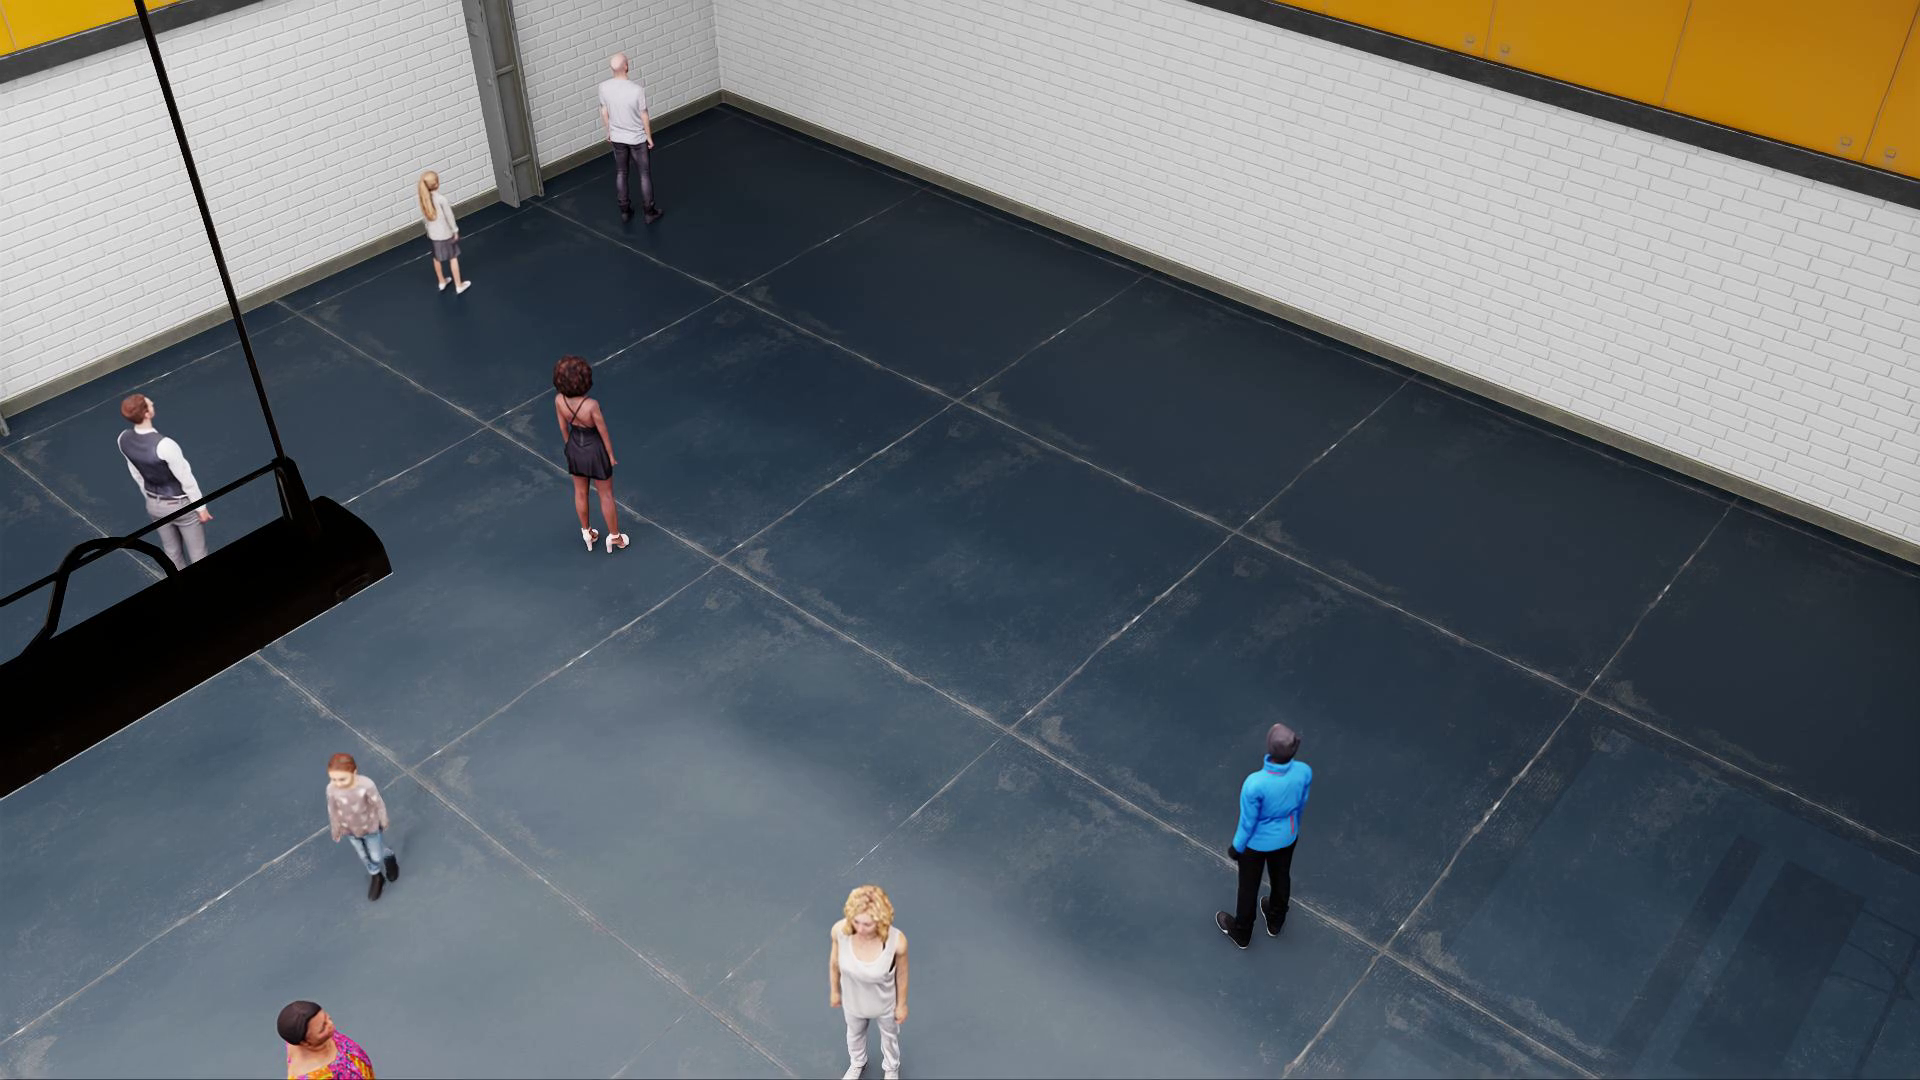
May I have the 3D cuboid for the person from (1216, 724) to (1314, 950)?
[{"bbox_3d":[1.846,1.779,9.936,0.633,1.793,0.750,-15,41,-18],"label":"person"}]

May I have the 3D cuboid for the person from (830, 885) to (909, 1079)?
[{"bbox_3d":[-0.485,2.478,9.159,0.681,1.670,0.687,8,39,10],"label":"person"}]

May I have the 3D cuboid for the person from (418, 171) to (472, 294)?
[{"bbox_3d":[-5.123,-3.045,16.392,0.586,1.275,0.608,12,40,15],"label":"person"}]

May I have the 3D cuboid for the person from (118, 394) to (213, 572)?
[{"bbox_3d":[-5.867,-0.270,12.385,0.735,1.938,0.711,11,40,13],"label":"person"}]

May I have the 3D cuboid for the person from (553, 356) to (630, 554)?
[{"bbox_3d":[-2.901,-0.652,12.982,0.630,1.790,0.650,10,40,13],"label":"person"}]

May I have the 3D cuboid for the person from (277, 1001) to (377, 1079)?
[{"bbox_3d":[-3.214,2.913,8.604,0.802,1.684,0.769,-14,41,-17],"label":"person"}]

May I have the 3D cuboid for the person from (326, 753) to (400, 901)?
[{"bbox_3d":[-3.757,1.749,10.459,0.607,1.188,0.666,0,39,0],"label":"person"}]

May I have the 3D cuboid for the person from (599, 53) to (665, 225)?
[{"bbox_3d":[-3.468,-4.198,17.390,0.754,1.831,0.741,8,39,10],"label":"person"}]
